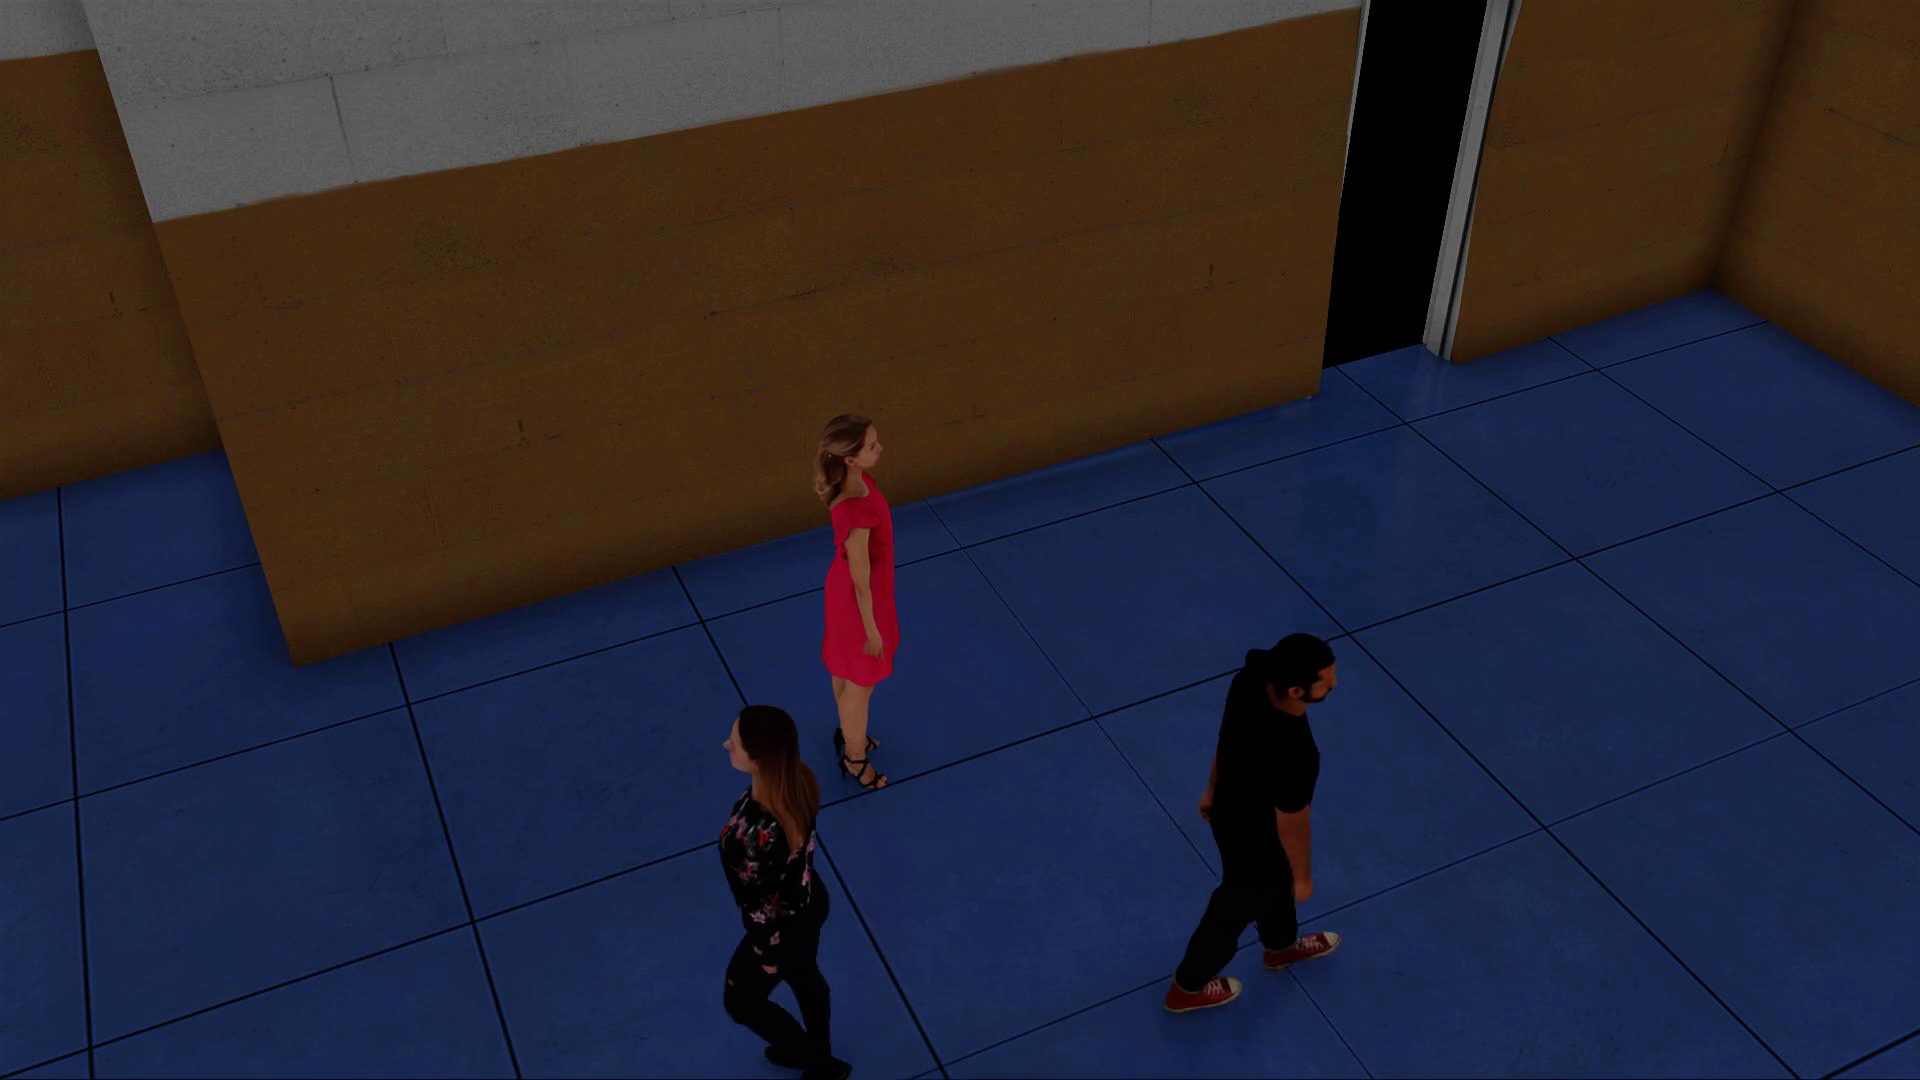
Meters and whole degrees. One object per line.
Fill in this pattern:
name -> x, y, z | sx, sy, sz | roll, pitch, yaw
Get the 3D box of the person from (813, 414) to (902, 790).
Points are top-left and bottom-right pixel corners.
person -> -0.406, 0.241, 6.437 | 0.689, 1.728, 0.561 | -6, 37, -7

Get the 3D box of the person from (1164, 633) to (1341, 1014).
person -> 0.885, 0.989, 5.440 | 0.834, 1.729, 0.930 | -8, 38, -11

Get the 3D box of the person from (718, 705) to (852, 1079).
person -> -0.478, 1.183, 5.225 | 0.783, 1.678, 0.718 | 8, 38, 11
